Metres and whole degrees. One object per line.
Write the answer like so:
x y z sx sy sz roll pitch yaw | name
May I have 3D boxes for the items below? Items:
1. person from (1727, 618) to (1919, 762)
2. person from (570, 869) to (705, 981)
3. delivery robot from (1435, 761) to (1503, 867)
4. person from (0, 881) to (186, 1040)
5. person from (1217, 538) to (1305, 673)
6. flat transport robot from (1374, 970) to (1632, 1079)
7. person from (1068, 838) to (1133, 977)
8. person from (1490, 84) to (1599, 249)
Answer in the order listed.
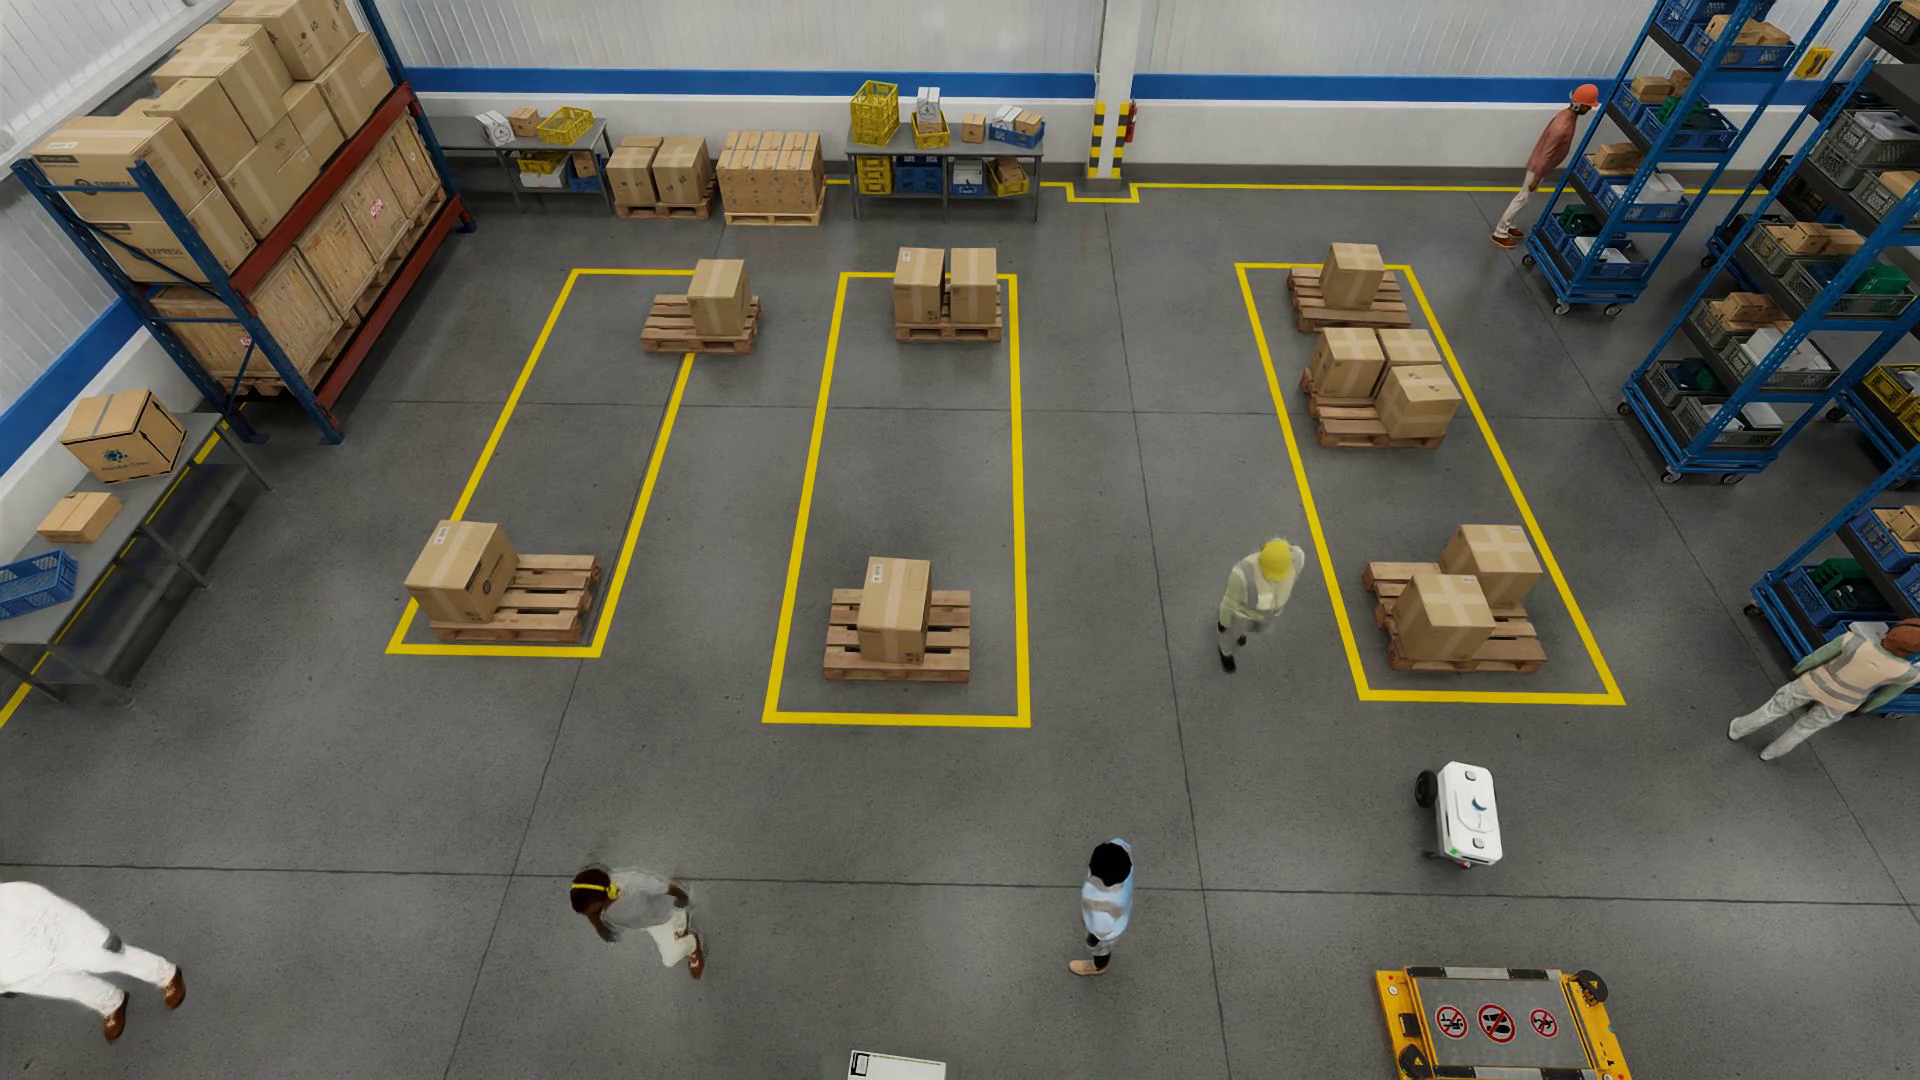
6.340 1.111 6.693 0.317 1.631 0.522 -37 60 -26 | person
-1.920 2.271 5.613 0.538 1.830 0.572 0 51 0 | person
3.667 1.983 6.611 0.477 0.478 0.707 11 52 8 | delivery robot
-5.425 2.466 5.411 0.644 1.906 0.405 -25 55 -19 | person
2.268 0.487 7.103 0.631 1.786 0.598 -13 52 -11 | person
3.501 3.133 5.914 1.431 0.197 0.652 1 51 1 | flat transport robot
0.891 2.286 5.700 0.323 1.690 0.546 15 52 12 | person
7.034 -4.476 11.024 0.409 1.987 0.607 29 56 21 | person
